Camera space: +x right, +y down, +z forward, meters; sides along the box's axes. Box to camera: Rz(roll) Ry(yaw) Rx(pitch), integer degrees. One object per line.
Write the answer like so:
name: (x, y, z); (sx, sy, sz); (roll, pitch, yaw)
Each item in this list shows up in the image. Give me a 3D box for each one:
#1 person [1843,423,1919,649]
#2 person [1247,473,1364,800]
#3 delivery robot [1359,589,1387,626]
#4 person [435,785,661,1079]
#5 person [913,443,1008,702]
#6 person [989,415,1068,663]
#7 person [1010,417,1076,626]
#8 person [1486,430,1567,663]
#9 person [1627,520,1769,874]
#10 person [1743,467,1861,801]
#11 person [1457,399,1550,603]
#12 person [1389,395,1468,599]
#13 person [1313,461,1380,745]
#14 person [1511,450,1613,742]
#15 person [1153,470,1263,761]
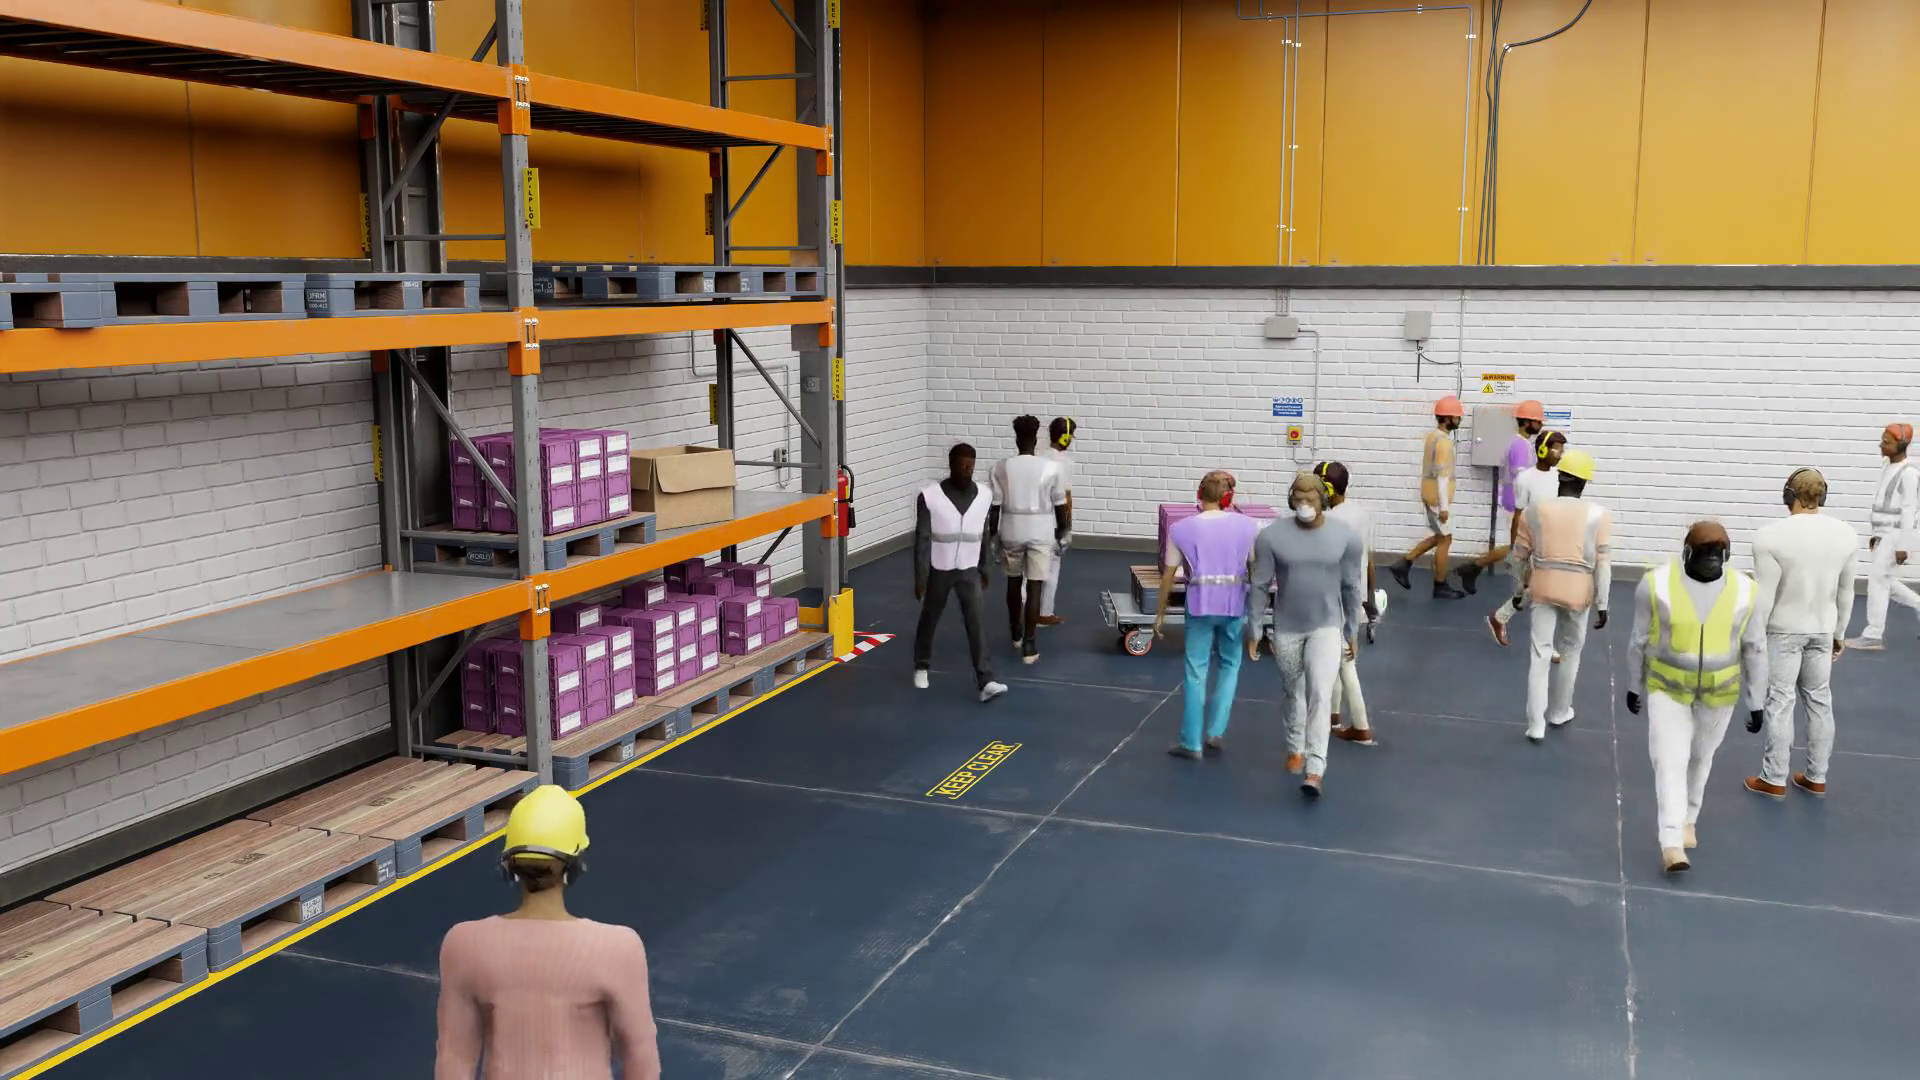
person: (7.598, -0.023, 13.429); (0.698, 1.861, 0.588); (2, 9, 14)
person: (2.018, 0.544, 9.796); (0.654, 1.878, 1.040); (3, 9, 18)
delivery robot: (3.175, 0.520, 13.810); (0.707, 0.478, 0.477); (1, 9, 8)
person: (-1.035, 1.479, 4.314); (0.547, 1.743, 0.635); (1, 9, 5)
person: (-0.029, 0.225, 11.943); (0.627, 1.838, 1.110); (-4, 10, -22)
person: (0.559, -0.040, 13.316); (0.610, 1.926, 0.934); (2, 9, 12)
person: (0.709, -0.136, 14.193); (0.576, 1.838, 0.575); (7, 12, 38)
person: (4.568, 0.024, 13.283); (0.494, 1.826, 0.866); (-6, 11, -33)
person: (3.783, 0.791, 8.528); (0.649, 1.787, 0.963); (2, 9, 15)
person: (4.835, 0.545, 9.614); (0.630, 1.938, 0.366); (-1, 9, -6)
person: (5.084, -0.349, 15.343); (0.783, 1.912, 0.550); (4, 10, 25)
person: (4.418, -0.395, 15.548); (0.595, 1.924, 0.552); (0, 9, 2)
person: (2.420, 0.394, 10.873); (0.541, 1.834, 0.777); (-7, 11, -37)
person: (3.925, 0.361, 10.890); (0.642, 1.891, 0.782); (4, 10, 24)
person: (1.555, 0.472, 10.440); (0.650, 1.826, 0.550); (0, 9, -1)
